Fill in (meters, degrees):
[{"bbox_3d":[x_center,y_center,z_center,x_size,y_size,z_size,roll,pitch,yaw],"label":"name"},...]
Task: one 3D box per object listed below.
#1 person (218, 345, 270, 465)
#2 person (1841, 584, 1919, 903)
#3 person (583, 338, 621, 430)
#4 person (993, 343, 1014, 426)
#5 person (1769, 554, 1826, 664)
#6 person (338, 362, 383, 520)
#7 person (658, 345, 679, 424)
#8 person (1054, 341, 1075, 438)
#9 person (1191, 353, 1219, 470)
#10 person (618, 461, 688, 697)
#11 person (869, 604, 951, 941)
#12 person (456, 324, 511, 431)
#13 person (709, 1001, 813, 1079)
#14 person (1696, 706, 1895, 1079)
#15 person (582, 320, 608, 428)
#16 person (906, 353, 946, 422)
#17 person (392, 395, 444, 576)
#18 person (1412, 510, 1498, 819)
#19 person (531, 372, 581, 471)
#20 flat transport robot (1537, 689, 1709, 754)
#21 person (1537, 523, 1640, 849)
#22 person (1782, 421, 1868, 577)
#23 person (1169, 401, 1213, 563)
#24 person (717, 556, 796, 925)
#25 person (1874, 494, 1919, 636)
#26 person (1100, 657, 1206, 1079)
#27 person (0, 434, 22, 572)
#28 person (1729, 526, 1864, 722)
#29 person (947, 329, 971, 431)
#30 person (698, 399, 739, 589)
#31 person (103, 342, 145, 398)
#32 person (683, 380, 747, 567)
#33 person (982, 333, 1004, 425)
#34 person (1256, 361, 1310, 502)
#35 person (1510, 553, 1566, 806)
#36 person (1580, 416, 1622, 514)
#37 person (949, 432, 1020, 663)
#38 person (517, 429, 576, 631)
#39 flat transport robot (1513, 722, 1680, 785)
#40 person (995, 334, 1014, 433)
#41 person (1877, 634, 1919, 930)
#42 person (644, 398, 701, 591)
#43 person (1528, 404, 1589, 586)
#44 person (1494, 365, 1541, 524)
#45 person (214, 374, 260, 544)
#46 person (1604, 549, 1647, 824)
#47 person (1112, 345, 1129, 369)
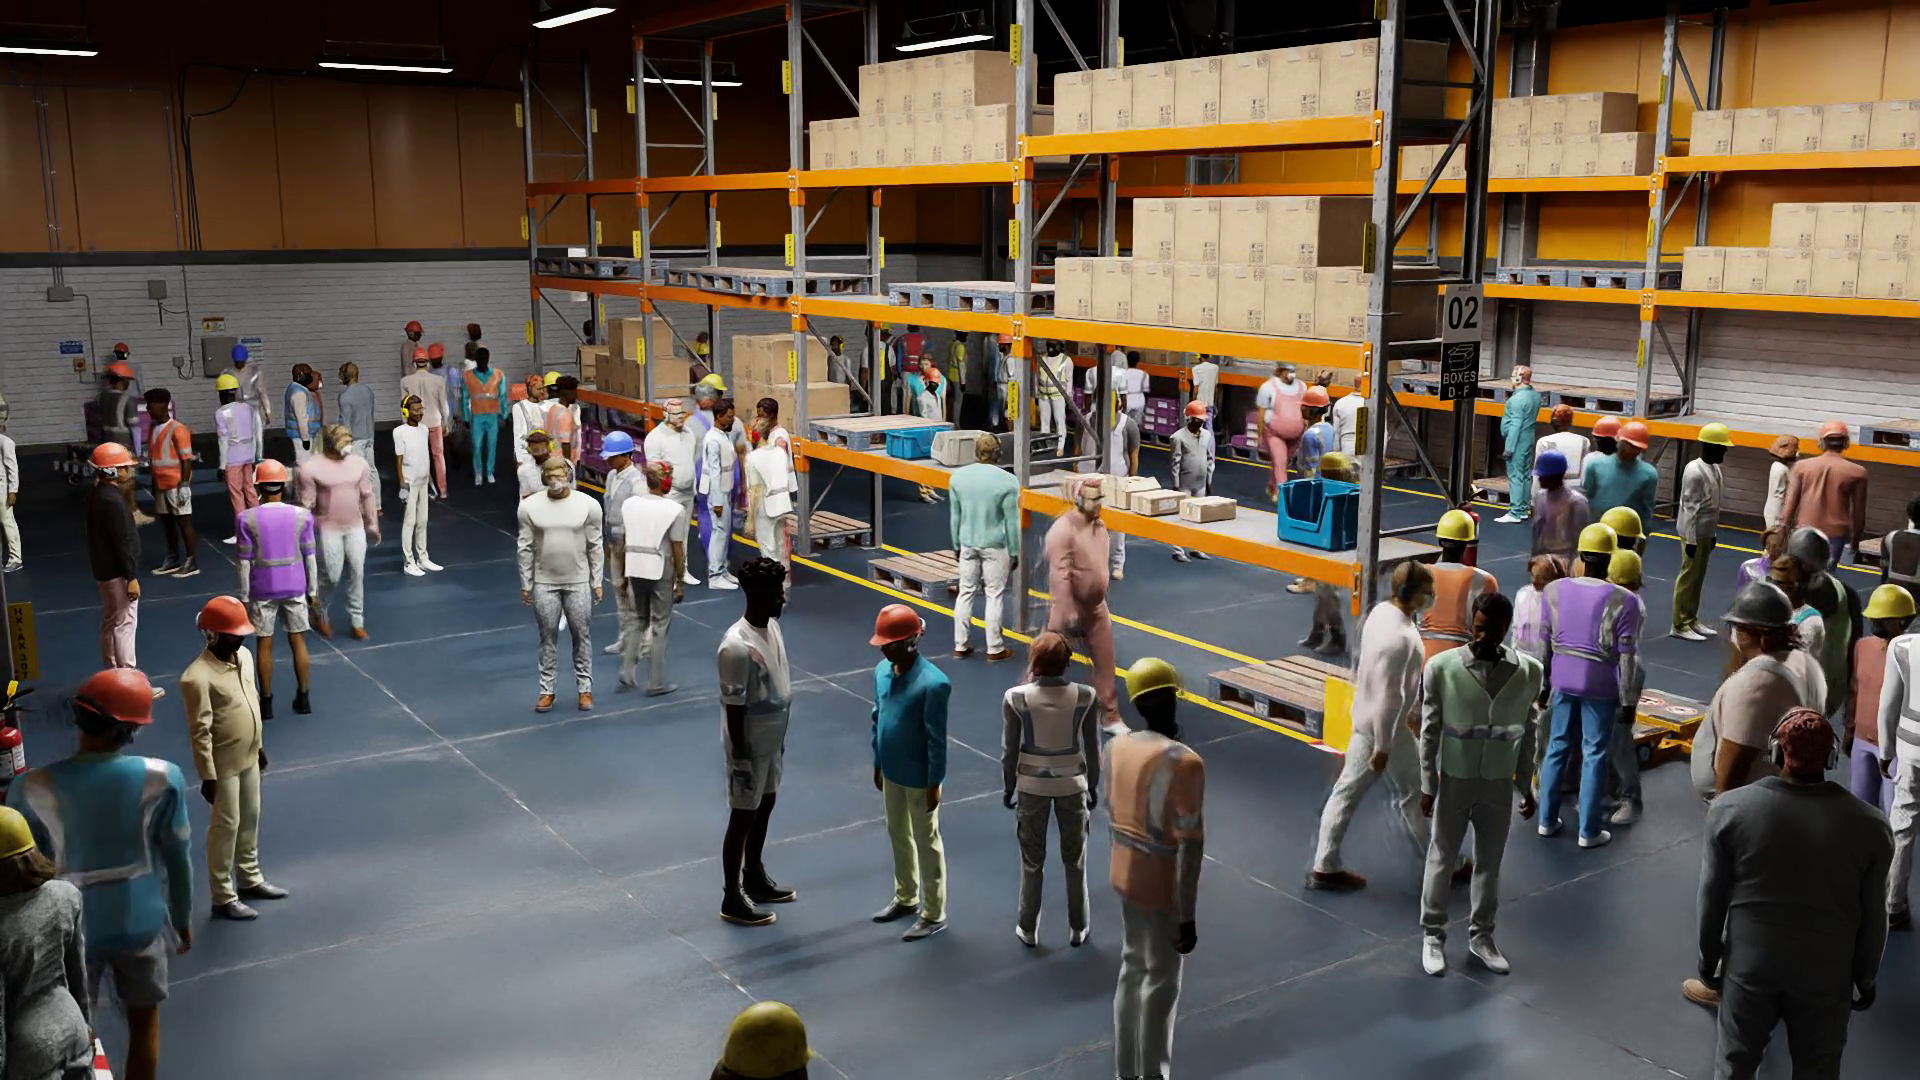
[{"bbox_3d":[-10.004,-1.773,23.238,0.658,1.913,0.482,-3,12,-17],"label":"person"},{"bbox_3d":[4.958,1.099,8.959,0.343,1.760,0.527,-3,11,-13],"label":"person"},{"bbox_3d":[-5.741,-2.297,26.230,0.932,1.786,0.552,3,11,14],"label":"person"},{"bbox_3d":[0.839,-2.827,28.678,0.599,1.901,0.640,-5,12,-25],"label":"person"},{"bbox_3d":[4.665,0.976,9.397,0.366,1.835,0.508,1,11,4],"label":"person"},{"bbox_3d":[-7.359,-1.208,20.328,0.372,1.932,0.626,3,11,14],"label":"person"},{"bbox_3d":[-4.949,-2.645,27.925,0.502,1.837,0.353,0,11,0],"label":"person"},{"bbox_3d":[1.636,-2.442,27.283,0.560,1.671,0.410,-4,12,-19],"label":"person"},{"bbox_3d":[3.535,-1.933,24.193,0.532,1.865,0.310,-7,13,-34],"label":"person"},{"bbox_3d":[-2.380,0.302,12.908,0.597,1.815,0.458,5,12,24],"label":"person"},{"bbox_3d":[-0.287,1.179,8.600,0.353,1.738,0.574,-9,14,-39],"label":"person"},{"bbox_3d":[-8.314,-2.809,28.738,0.972,1.831,0.599,-6,13,-29],"label":"person"},{"bbox_3d":[-0.514,2.019,4.317,0.491,1.732,0.325,6,12,27],"label":"person"},{"bbox_3d":[3.107,1.558,6.255,0.642,1.900,0.401,6,12,27],"label":"person"},{"bbox_3d":[-6.260,-2.802,28.479,0.367,1.933,0.629,4,12,19],"label":"person"},{"bbox_3d":[-0.456,-1.687,23.028,0.582,1.831,0.590,2,11,9],"label":"person"},{"bbox_3d":[-5.617,-0.569,17.205,0.329,1.872,0.507,4,12,20],"label":"person"},{"bbox_3d":[2.990,0.769,10.205,0.584,1.929,0.371,6,12,26],"label":"person"},{"bbox_3d":[-4.674,-0.989,19.260,0.589,1.912,0.397,-8,14,-36],"label":"person"},{"bbox_3d":[4.892,1.238,12.061,0.652,0.197,1.431,-7,13,-33],"label":"flat transport robot"},{"bbox_3d":[3.704,0.850,9.834,0.394,1.918,0.592,-11,15,-43],"label":"person"},{"bbox_3d":[7.556,-0.075,14.543,0.625,1.924,1.034,9,14,39],"label":"person"},{"bbox_3d":[2.494,-0.626,17.818,0.566,1.744,0.350,-7,13,-33],"label":"person"},{"bbox_3d":[-1.065,1.042,8.750,0.367,1.958,0.610,3,11,15],"label":"person"},{"bbox_3d":[6.995,0.489,12.254,0.321,1.690,0.535,-5,12,-24],"label":"person"},{"bbox_3d":[0.842,1.453,6.853,0.405,1.878,0.761,-6,13,-28],"label":"person"},{"bbox_3d":[-10.086,-0.535,17.331,0.572,1.747,0.335,3,12,17],"label":"person"},{"bbox_3d":[4.773,0.870,9.398,0.686,2.000,0.991,-1,11,-5],"label":"person"},{"bbox_3d":[-0.013,-2.756,28.295,0.401,1.916,0.583,-3,12,-17],"label":"person"},{"bbox_3d":[-2.385,-0.455,16.536,0.408,1.907,0.598,0,11,0],"label":"person"},{"bbox_3d":[-12.950,-2.191,25.825,0.563,1.742,0.338,-4,12,-18],"label":"person"},{"bbox_3d":[-2.569,-0.681,17.336,0.719,2.000,0.732,-4,12,-22],"label":"person"},{"bbox_3d":[0.705,-2.995,29.501,0.625,1.913,0.835,1,11,3],"label":"person"},{"bbox_3d":[4.101,-1.428,21.161,0.695,2.000,1.025,-4,12,-18],"label":"person"},{"bbox_3d":[3.683,0.865,10.493,0.403,1.619,0.549,-5,12,-23],"label":"person"},{"bbox_3d":[5.725,-0.147,14.862,0.361,1.940,0.543,0,11,-1],"label":"person"},{"bbox_3d":[0.207,0.063,13.848,0.638,1.927,0.383,5,12,24],"label":"person"},{"bbox_3d":[-3.632,-0.087,14.812,0.561,1.836,0.455,0,11,-1],"label":"person"},{"bbox_3d":[4.173,1.388,11.290,1.431,0.197,0.652,-7,13,-33],"label":"flat transport robot"},{"bbox_3d":[0.701,-2.214,25.431,0.340,1.942,0.552,-1,11,-6],"label":"person"},{"bbox_3d":[5.000,1.125,8.497,0.348,1.884,0.584,-9,14,-39],"label":"person"},{"bbox_3d":[-2.822,-0.458,16.541,0.399,1.908,0.643,7,13,34],"label":"person"},{"bbox_3d":[5.883,-0.396,16.341,0.588,1.873,0.359,-3,12,-16],"label":"person"},{"bbox_3d":[6.733,-1.154,20.103,0.408,1.909,0.638,9,14,38],"label":"person"},{"bbox_3d":[-8.201,-0.913,18.817,0.381,1.924,0.594,3,11,15],"label":"person"},{"bbox_3d":[4.070,0.878,10.239,0.362,1.706,0.578,2,11,9],"label":"person"},{"bbox_3d":[2.518,-2.357,26.458,0.361,1.834,0.519,-8,14,-35],"label":"person"}]
